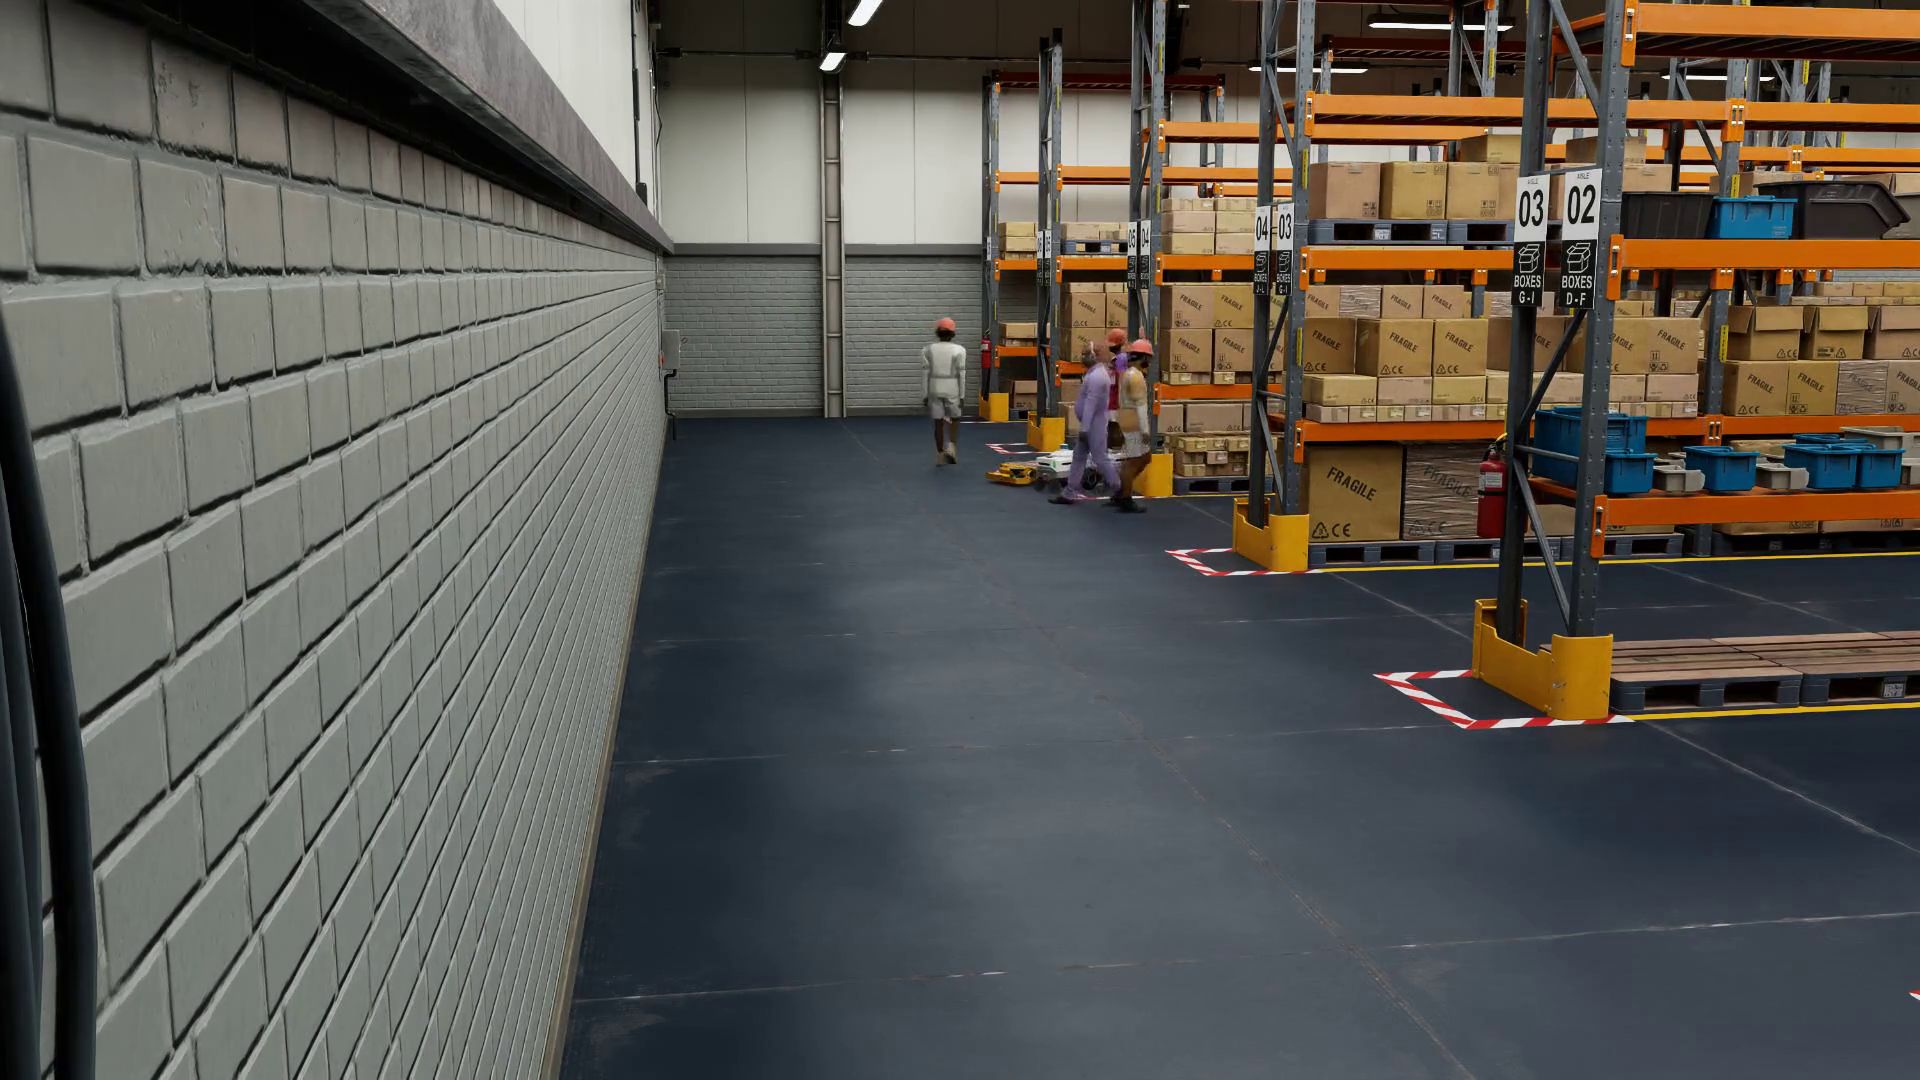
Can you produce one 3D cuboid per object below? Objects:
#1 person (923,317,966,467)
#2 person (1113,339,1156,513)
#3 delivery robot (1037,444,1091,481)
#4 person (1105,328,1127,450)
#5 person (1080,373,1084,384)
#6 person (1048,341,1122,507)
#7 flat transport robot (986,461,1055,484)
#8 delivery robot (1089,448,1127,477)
[{"bbox_3d":[-0.207,-2.001,22.547,0.607,2.028,0.431,2,9,11],"label":"person"},{"bbox_3d":[1.926,-1.239,18.190,0.422,1.910,0.580,0,9,2],"label":"person"},{"bbox_3d":[1.252,-0.915,20.073,0.707,0.478,0.477,-9,13,-43],"label":"delivery robot"},{"bbox_3d":[2.120,-1.912,22.419,0.664,1.897,0.639,1,9,7],"label":"person"},{"bbox_3d":[2.208,-2.638,27.741,0.533,1.657,0.403,8,12,40],"label":"person"},{"bbox_3d":[1.486,-1.299,18.710,0.908,1.868,0.653,0,9,3],"label":"person"},{"bbox_3d":[1.102,-0.879,21.011,1.431,0.197,0.652,-6,11,-33],"label":"flat transport robot"},{"bbox_3d":[1.706,-0.985,20.502,0.707,0.478,0.477,9,13,43],"label":"delivery robot"}]
